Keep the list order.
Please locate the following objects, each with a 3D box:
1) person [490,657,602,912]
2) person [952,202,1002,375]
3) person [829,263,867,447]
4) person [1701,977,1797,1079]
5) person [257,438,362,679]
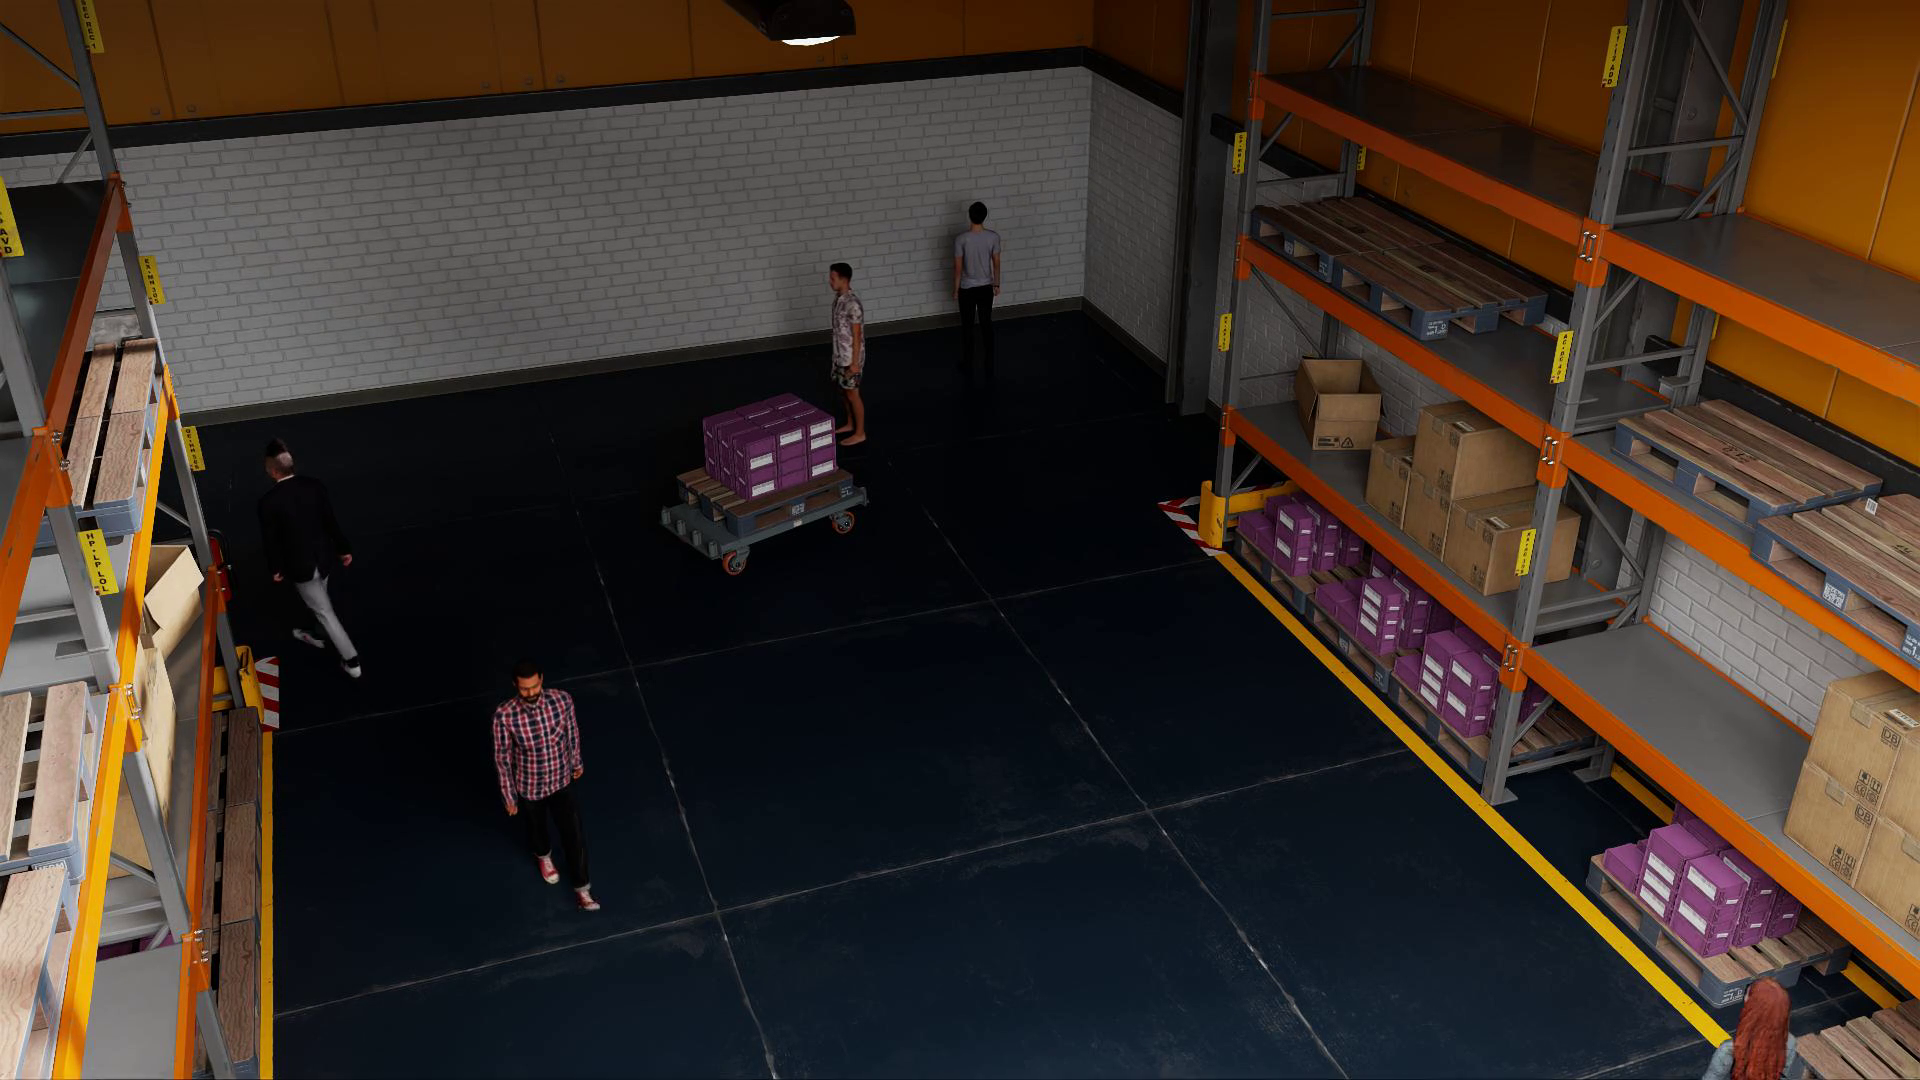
[{"bbox_3d":[-2.603,1.442,10.304,0.766,1.727,1.107,-13,31,-23],"label":"person"},{"bbox_3d":[0.172,-2.683,17.726,0.691,1.863,0.556,-7,29,-13],"label":"person"},{"bbox_3d":[-1.079,-1.832,16.220,0.747,1.811,0.529,-13,31,-22],"label":"person"},{"bbox_3d":[3.646,2.827,7.787,0.633,1.708,1.171,-8,30,-14],"label":"person"},{"bbox_3d":[-4.826,0.180,12.425,1.282,1.913,1.144,21,35,33],"label":"person"}]
